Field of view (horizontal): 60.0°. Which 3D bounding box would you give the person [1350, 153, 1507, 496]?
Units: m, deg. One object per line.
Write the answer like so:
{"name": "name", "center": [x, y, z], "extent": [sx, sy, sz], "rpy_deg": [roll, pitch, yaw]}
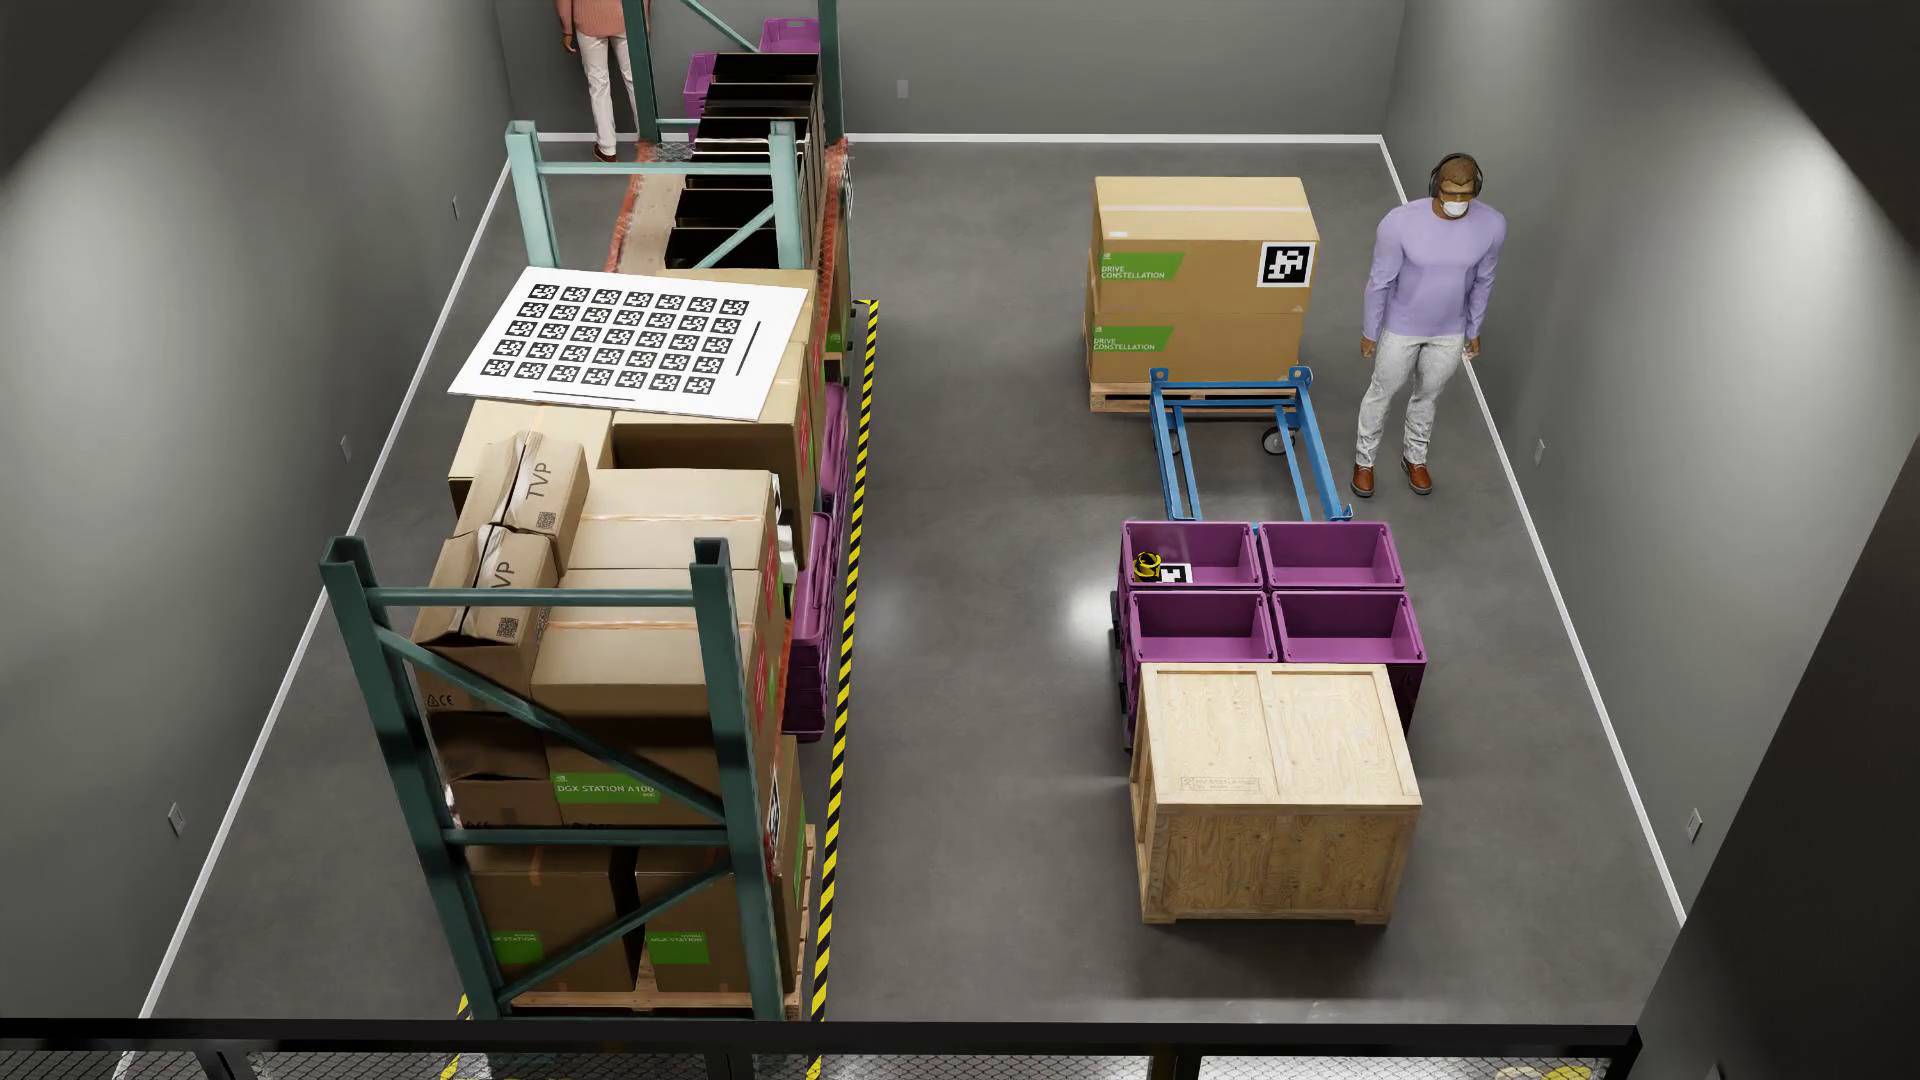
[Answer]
{"name": "person", "center": [2.315, -1.059, 8.321], "extent": [0.636, 1.939, 0.363], "rpy_deg": [-2, 41, -2]}

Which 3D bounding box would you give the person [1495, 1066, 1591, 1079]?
{"name": "person", "center": [1.603, 2.072, 4.830], "extent": [0.404, 1.833, 0.593], "rpy_deg": [5, 41, 6]}

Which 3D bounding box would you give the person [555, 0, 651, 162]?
{"name": "person", "center": [-2.349, -3.439, 10.994], "extent": [0.623, 1.991, 0.396], "rpy_deg": [-16, 44, -18]}
